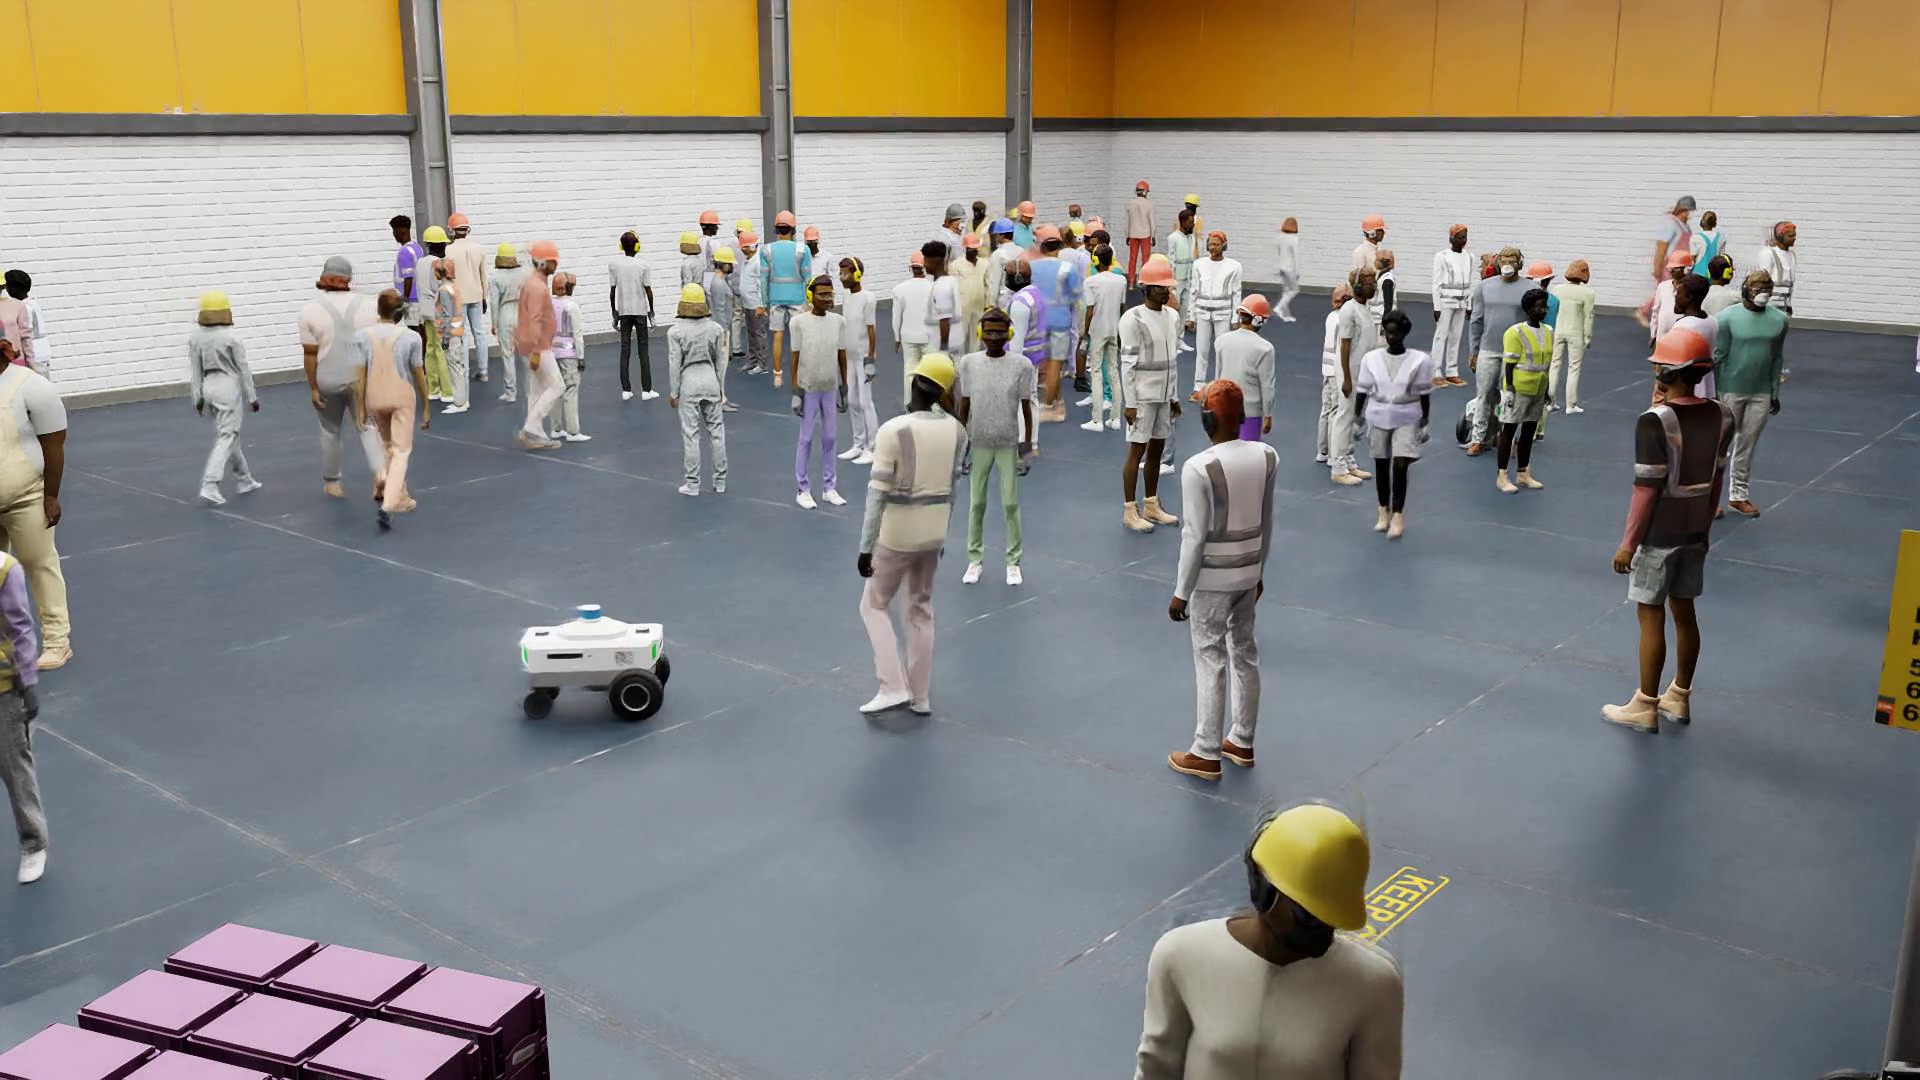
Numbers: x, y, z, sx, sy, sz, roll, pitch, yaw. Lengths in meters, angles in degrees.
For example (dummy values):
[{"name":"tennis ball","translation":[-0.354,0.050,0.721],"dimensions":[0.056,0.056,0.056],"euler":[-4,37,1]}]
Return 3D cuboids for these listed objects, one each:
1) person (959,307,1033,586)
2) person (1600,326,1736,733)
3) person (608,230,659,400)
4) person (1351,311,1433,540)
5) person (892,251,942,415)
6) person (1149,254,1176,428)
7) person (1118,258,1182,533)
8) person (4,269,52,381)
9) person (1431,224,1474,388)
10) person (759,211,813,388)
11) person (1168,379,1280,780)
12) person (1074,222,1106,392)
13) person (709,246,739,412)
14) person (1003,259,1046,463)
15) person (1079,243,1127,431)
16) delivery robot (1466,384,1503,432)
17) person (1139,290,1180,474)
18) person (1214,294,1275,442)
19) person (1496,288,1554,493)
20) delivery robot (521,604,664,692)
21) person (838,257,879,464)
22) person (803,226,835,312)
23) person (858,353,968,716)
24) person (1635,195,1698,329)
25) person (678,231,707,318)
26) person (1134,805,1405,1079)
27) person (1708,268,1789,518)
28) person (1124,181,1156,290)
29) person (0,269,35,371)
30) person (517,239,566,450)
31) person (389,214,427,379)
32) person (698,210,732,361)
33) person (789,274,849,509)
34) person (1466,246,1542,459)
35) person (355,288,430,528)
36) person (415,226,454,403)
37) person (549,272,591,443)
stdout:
[{"name":"person","translation":[0.225,-0.613,11.002],"dimensions":[0.504,1.861,0.328],"euler":[3,14,10]},{"name":"person","translation":[3.536,-0.044,8.344],"dimensions":[0.605,2.045,0.378],"euler":[-7,16,-26]},{"name":"person","translation":[-3.626,-2.489,18.468],"dimensions":[0.514,1.872,0.328],"euler":[2,14,6]},{"name":"person","translation":[3.153,-0.838,12.243],"dimensions":[0.556,1.668,0.692],"euler":[7,16,25]},{"name":"person","translation":[-0.410,-2.091,17.130],"dimensions":[0.564,1.741,0.347],"euler":[2,14,7]},{"name":"person","translation":[1.991,-1.988,16.697],"dimensions":[0.337,1.759,0.550],"euler":[-3,14,-13]},{"name":"person","translation":[1.455,-1.086,12.509],"dimensions":[0.378,2.044,0.607],"euler":[13,19,43]},{"name":"person","translation":[-8.768,-1.708,15.718],"dimensions":[0.319,1.687,0.539],"euler":[-5,15,-18]},{"name":"person","translation":[5.741,-2.722,19.374],"dimensions":[0.575,1.882,0.355],"euler":[-7,16,-27]},{"name":"person","translation":[-2.003,-2.781,19.284],"dimensions":[0.615,2.041,0.377],"euler":[0,14,2]},{"name":"person","translation":[1.216,0.184,7.752],"dimensions":[0.574,1.887,0.355],"euler":[-11,18,-36]},{"name":"person","translation":[1.494,-2.661,19.040],"dimensions":[0.378,1.924,0.552],"euler":[0,14,2]},{"name":"person","translation":[-2.509,-2.236,17.691],"dimensions":[0.344,1.758,0.532],"euler":[-2,14,-8]},{"name":"person","translation":[0.548,-1.616,15.063],"dimensions":[0.429,1.837,0.624],"euler":[4,15,16]},{"name":"person","translation":[1.420,-2.019,16.603],"dimensions":[0.532,1.863,0.326],"euler":[-8,16,-29]},{"name":"delivery robot","translation":[5.157,-1.278,16.103],"dimensions":[0.477,0.478,0.707],"euler":[9,16,31]},{"name":"person","translation":[1.757,-1.393,14.568],"dimensions":[0.286,1.633,0.499],"euler":[-3,14,-10]},{"name":"person","translation":[2.229,-1.043,12.961],"dimensions":[0.351,1.738,0.569],"euler":[-13,19,-41]},{"name":"person","translation":[4.713,-1.241,13.830],"dimensions":[0.529,1.697,0.321],"euler":[-8,16,-28]},{"name":"delivery robot","translation":[-1.915,0.579,8.681],"dimensions":[0.707,0.478,0.477],"euler":[-1,14,-5]},{"name":"person","translation":[-0.917,-1.622,15.036],"dimensions":[0.323,1.855,0.531],"euler":[-9,17,-33]},{"name":"person","translation":[-1.876,-3.131,21.269],"dimensions":[0.566,1.751,0.329],"euler":[-2,14,-6]},{"name":"person","translation":[-0.242,-0.013,8.575],"dimensions":[0.703,1.877,0.394],"euler":[-12,18,-40]},{"name":"person","translation":[10.373,-4.025,24.258],"dimensions":[0.719,2.000,0.629],"euler":[-13,19,-42]},{"name":"person","translation":[-3.277,-2.898,20.355],"dimensions":[0.298,1.745,0.484],"euler":[4,15,16]},{"name":"person","translation":[0.597,1.361,3.371],"dimensions":[0.564,1.718,0.752],"euler":[3,14,12]},{"name":"person","translation":[6.078,-1.132,12.904],"dimensions":[0.630,1.938,0.369],"euler":[-2,14,-8]},{"name":"person","translation":[3.334,-5.602,30.674],"dimensions":[0.611,1.985,0.393],"euler":[7,16,27]},{"name":"person","translation":[-8.817,-1.649,15.335],"dimensions":[0.525,1.760,0.341],"euler":[-12,18,-40]},{"name":"person","translation":[-3.881,-1.805,15.518],"dimensions":[0.458,1.973,0.645],"euler":[-5,15,-18]},{"name":"person","translation":[-6.604,-2.917,19.988],"dimensions":[0.367,1.962,0.603],"euler":[-1,14,-4]},{"name":"person","translation":[-3.220,-3.270,21.456],"dimensions":[0.547,1.936,0.356],"euler":[12,18,40]},{"name":"person","translation":[-1.116,-1.182,13.278],"dimensions":[0.514,1.863,0.339],"euler":[-8,16,-29]},{"name":"person","translation":[4.972,-1.715,15.233],"dimensions":[0.627,1.940,0.372],"euler":[6,15,22]},{"name":"person","translation":[-4.346,-1.010,12.708],"dimensions":[0.523,1.809,0.907],"euler":[0,14,1]},{"name":"person","translation":[-5.730,-2.474,18.287],"dimensions":[0.585,1.928,0.378],"euler":[13,19,42]},{"name":"person","translation":[-3.807,-1.760,16.044],"dimensions":[0.518,1.632,0.317],"euler":[11,18,37]}]
